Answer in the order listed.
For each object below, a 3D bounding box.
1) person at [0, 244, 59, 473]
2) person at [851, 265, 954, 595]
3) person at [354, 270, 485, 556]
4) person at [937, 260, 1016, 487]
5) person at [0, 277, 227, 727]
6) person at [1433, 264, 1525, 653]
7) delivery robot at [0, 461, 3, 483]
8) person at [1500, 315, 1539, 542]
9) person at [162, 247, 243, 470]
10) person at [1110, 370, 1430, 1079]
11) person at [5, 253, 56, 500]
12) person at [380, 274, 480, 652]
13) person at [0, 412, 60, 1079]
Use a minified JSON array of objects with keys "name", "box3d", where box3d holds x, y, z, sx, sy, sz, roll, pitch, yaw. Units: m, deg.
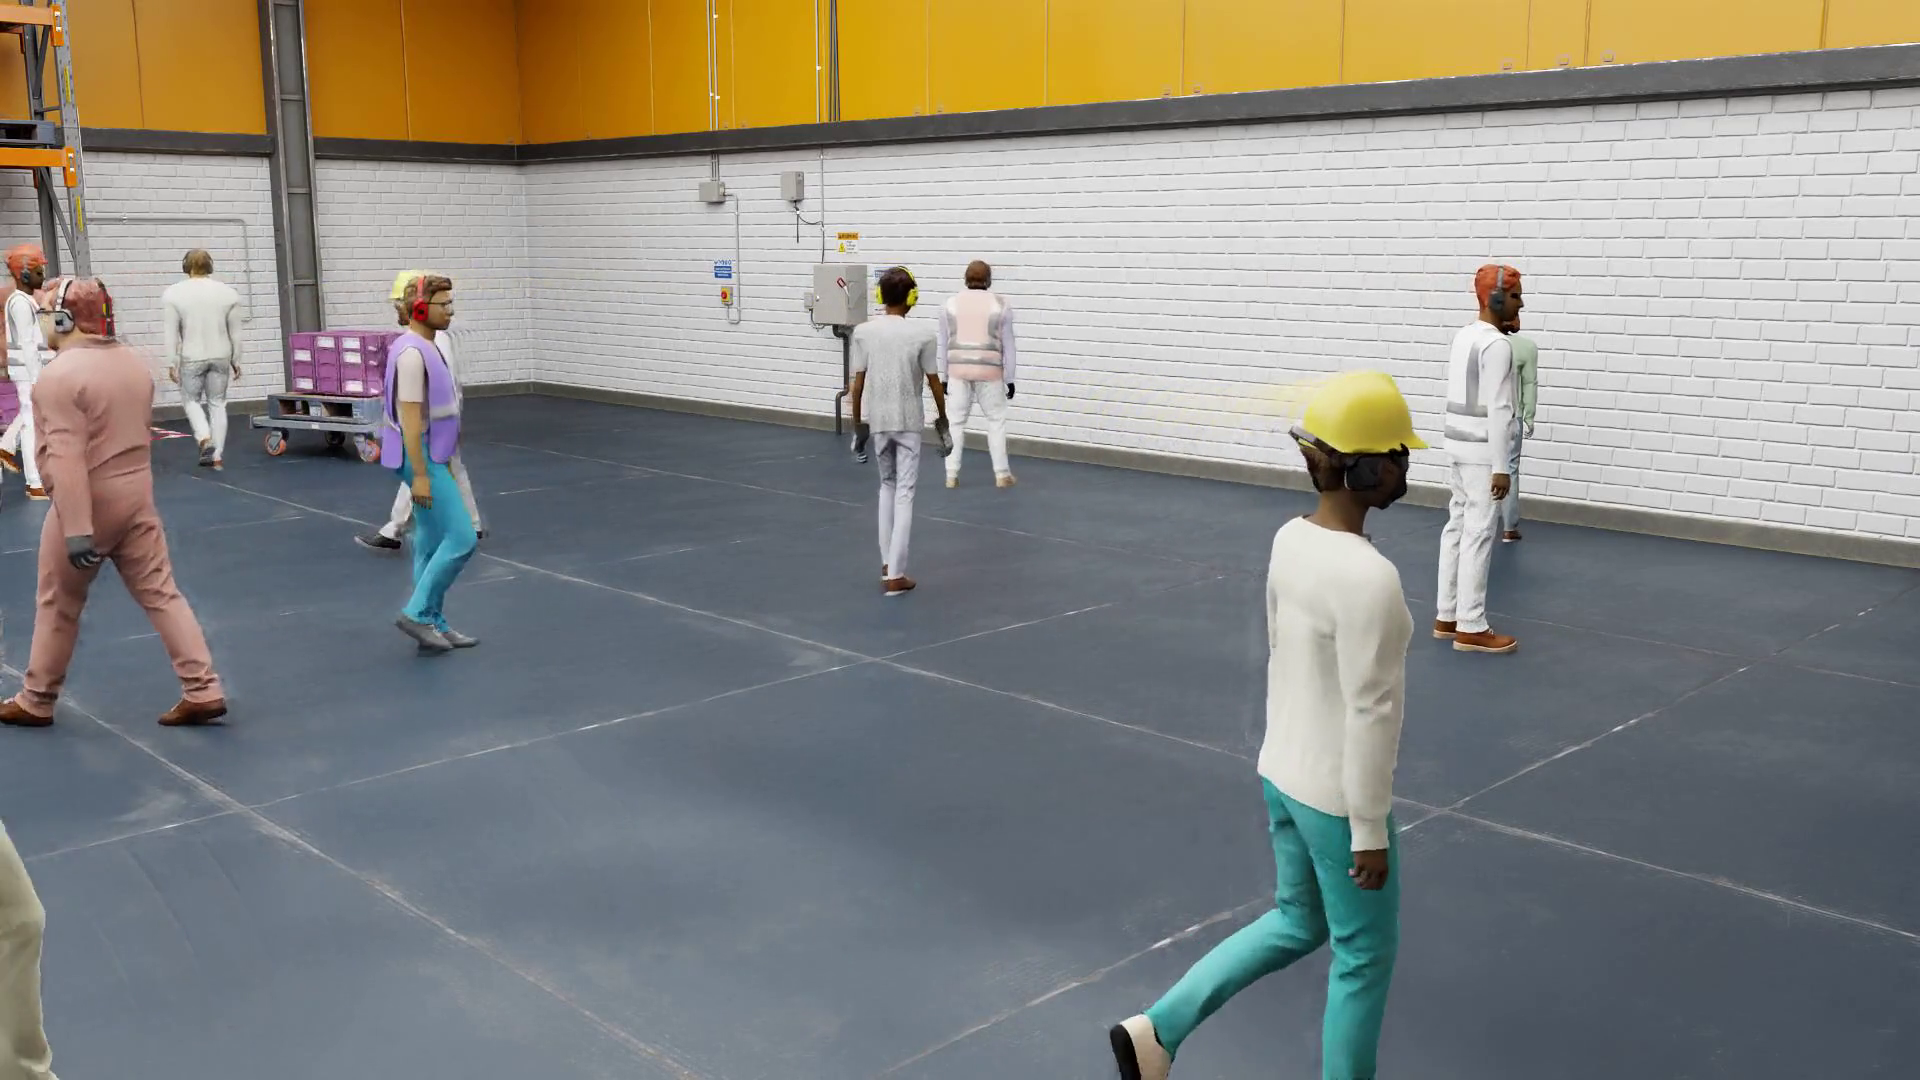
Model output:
[{"name":"person","box3d":[-8.013,-1.567,14.335,0.620,1.964,0.975,5,11,25]},{"name":"person","box3d":[-0.301,-0.633,9.521,0.528,1.850,0.663,4,11,20]},{"name":"person","box3d":[-3.476,-0.800,10.573,0.883,1.791,0.617,-5,12,-25]},{"name":"person","box3d":[0.133,-1.331,13.380,0.632,1.840,0.429,2,11,11]},{"name":"person","box3d":[-3.510,-0.131,6.774,1.017,1.858,0.662,2,11,9]},{"name":"person","box3d":[2.552,-0.400,8.153,0.337,1.882,0.583,-1,10,-3]},{"name":"delivery robot","box3d":[-7.235,-0.504,12.092,0.477,0.478,0.707,-3,11,-17]},{"name":"person","box3d":[3.553,-0.799,11.013,0.500,1.633,0.284,4,11,22]},{"name":"person","box3d":[-6.469,-1.541,14.268,0.638,1.920,0.479,-8,13,-36]},{"name":"person","box3d":[0.701,0.517,3.504,0.648,1.752,0.521,-2,11,-10]},{"name":"person","box3d":[-7.114,-1.249,12.789,0.356,1.882,0.573,-6,12,-32]},{"name":"person","box3d":[-2.551,-0.353,8.019,0.449,1.833,0.592,-2,11,-12]},{"name":"person","box3d":[-2.246,0.467,3.552,0.745,1.849,0.513,-3,11,-18]}]
